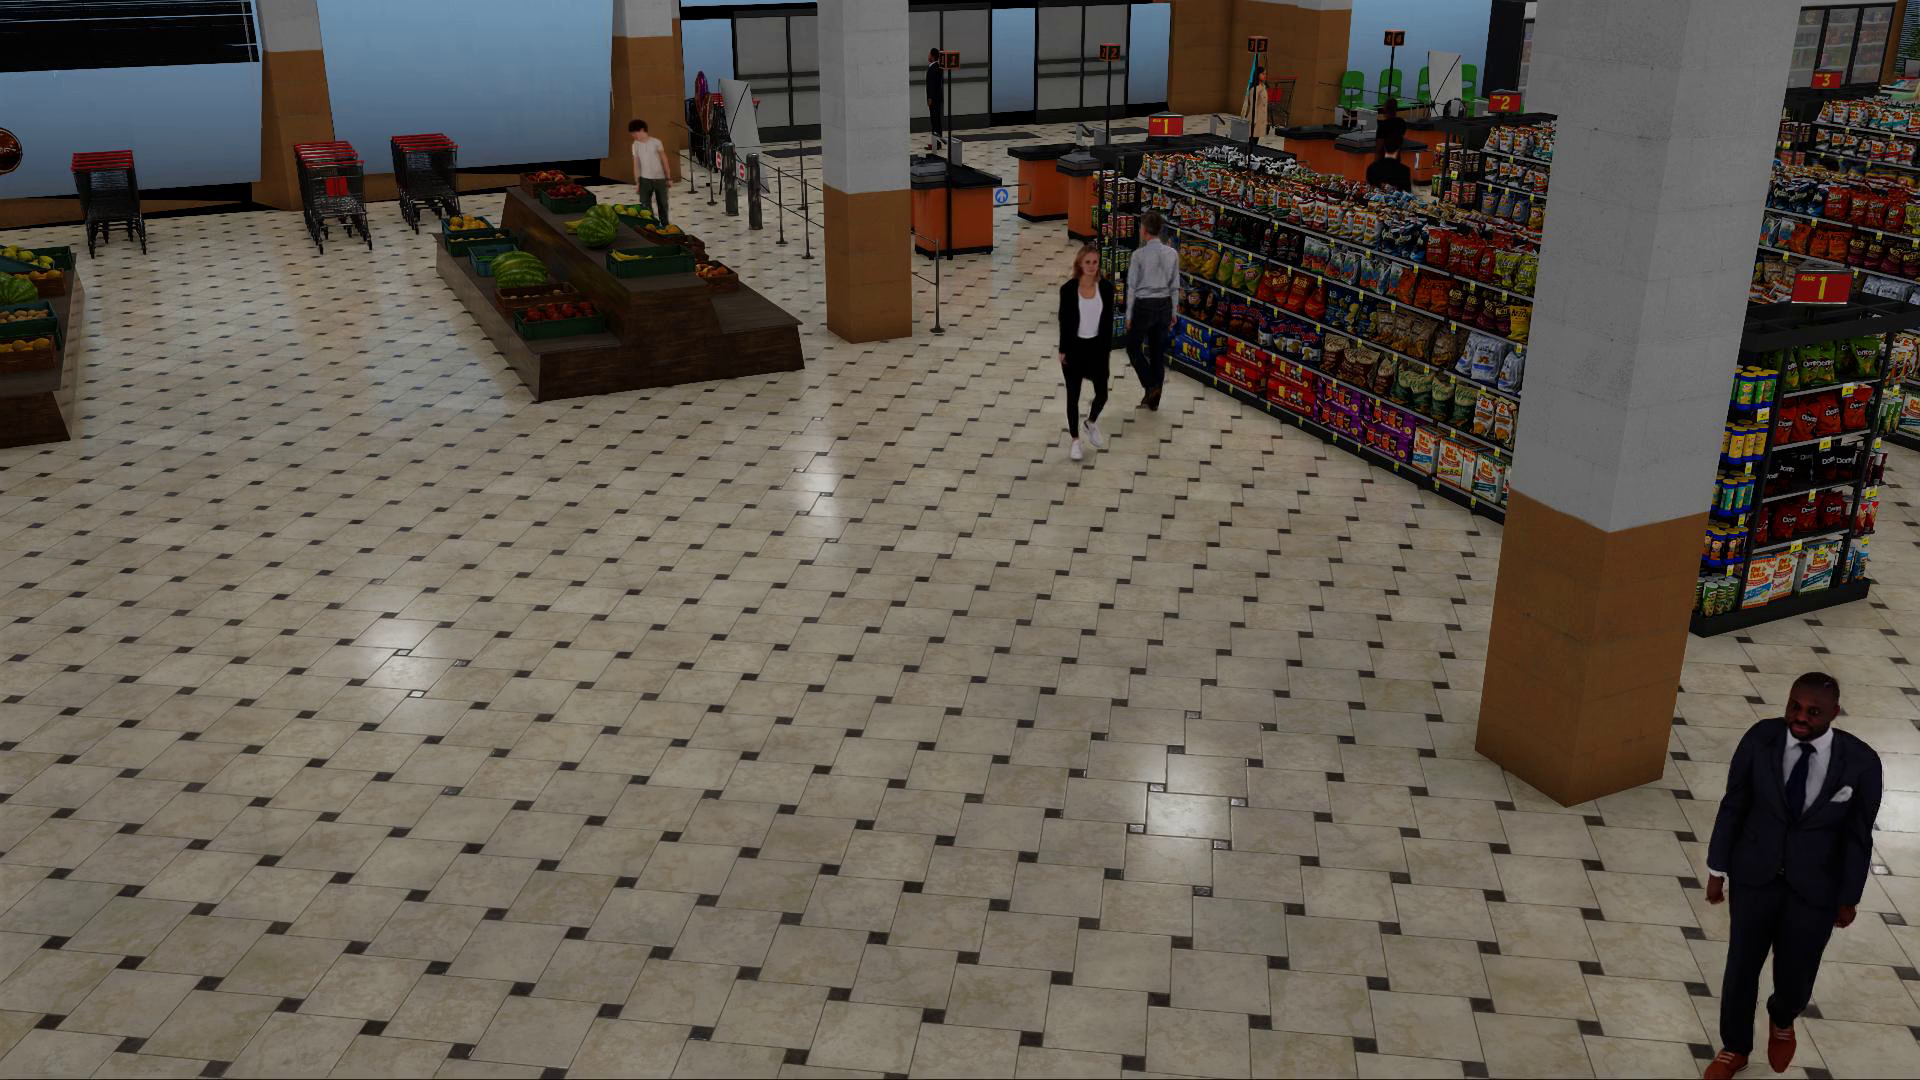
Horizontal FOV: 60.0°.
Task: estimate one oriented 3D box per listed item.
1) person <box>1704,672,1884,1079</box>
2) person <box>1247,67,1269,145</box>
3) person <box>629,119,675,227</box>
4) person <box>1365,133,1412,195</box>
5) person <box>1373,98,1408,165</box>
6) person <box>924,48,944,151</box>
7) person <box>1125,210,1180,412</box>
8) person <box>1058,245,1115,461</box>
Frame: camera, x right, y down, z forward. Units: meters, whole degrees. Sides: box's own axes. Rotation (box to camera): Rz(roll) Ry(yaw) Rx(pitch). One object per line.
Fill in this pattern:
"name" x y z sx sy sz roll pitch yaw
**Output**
"person" 3.249 1.321 6.525 0.812 1.807 0.903 16 27 35
"person" 4.767 -6.766 26.819 0.732 1.682 0.714 12 25 27
"person" -3.939 -4.671 21.682 0.795 1.625 0.680 -7 23 -16
"person" 4.750 -3.546 18.574 1.159 1.854 1.320 5 22 11
"person" 5.679 -4.946 22.106 0.712 1.819 0.634 -16 27 -34
"person" -0.435 -7.734 29.168 0.767 1.728 0.683 5 23 13
"person" 1.723 -2.008 14.815 0.724 1.805 0.792 -6 23 -14
"person" 1.003 -1.561 13.717 0.723 1.793 0.779 -3 22 -6
